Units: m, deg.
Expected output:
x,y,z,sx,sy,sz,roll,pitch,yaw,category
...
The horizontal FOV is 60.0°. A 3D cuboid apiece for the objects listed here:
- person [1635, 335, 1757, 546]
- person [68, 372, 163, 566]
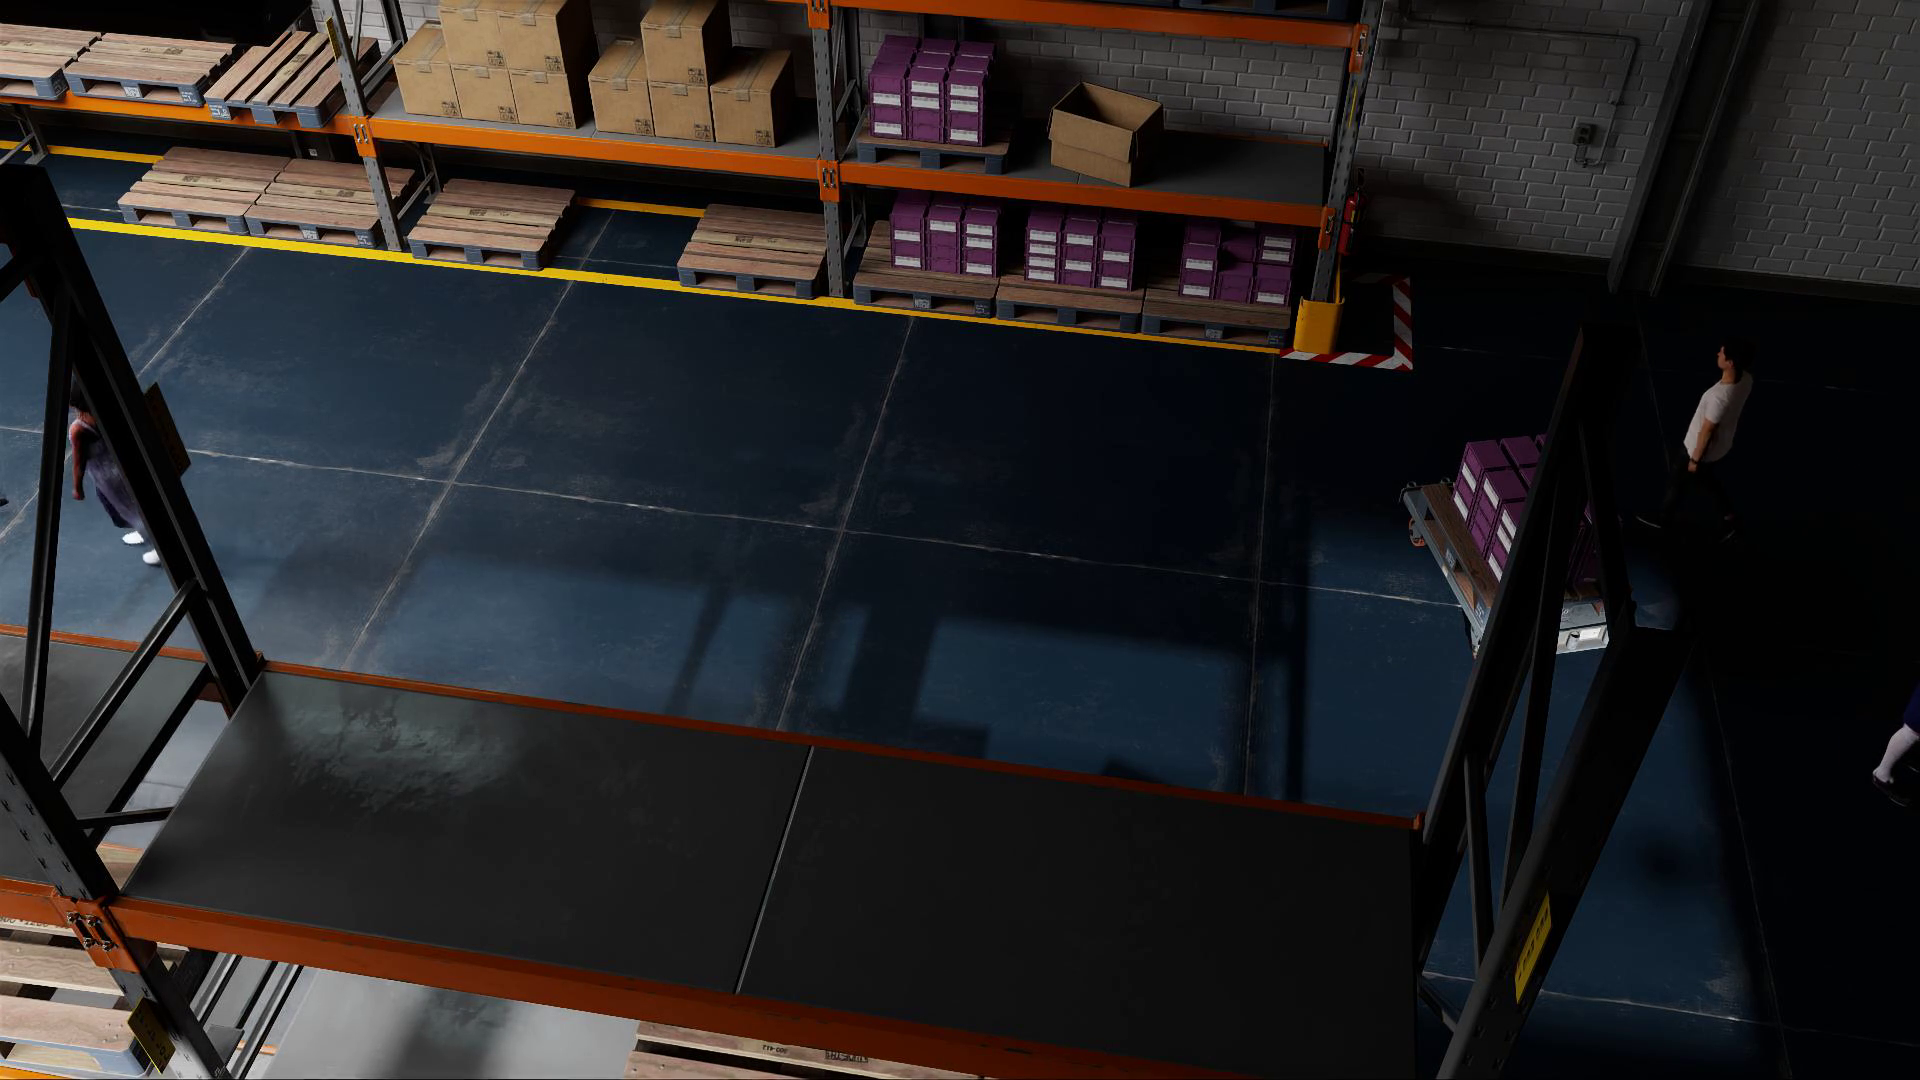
x,y,z,sx,sy,sz,roll,pitch,yaw,category
5.221,-0.634,11.436,1.089,1.699,0.967,34,53,30,person
-5.652,-0.455,11.263,0.724,1.679,0.657,3,44,4,person
